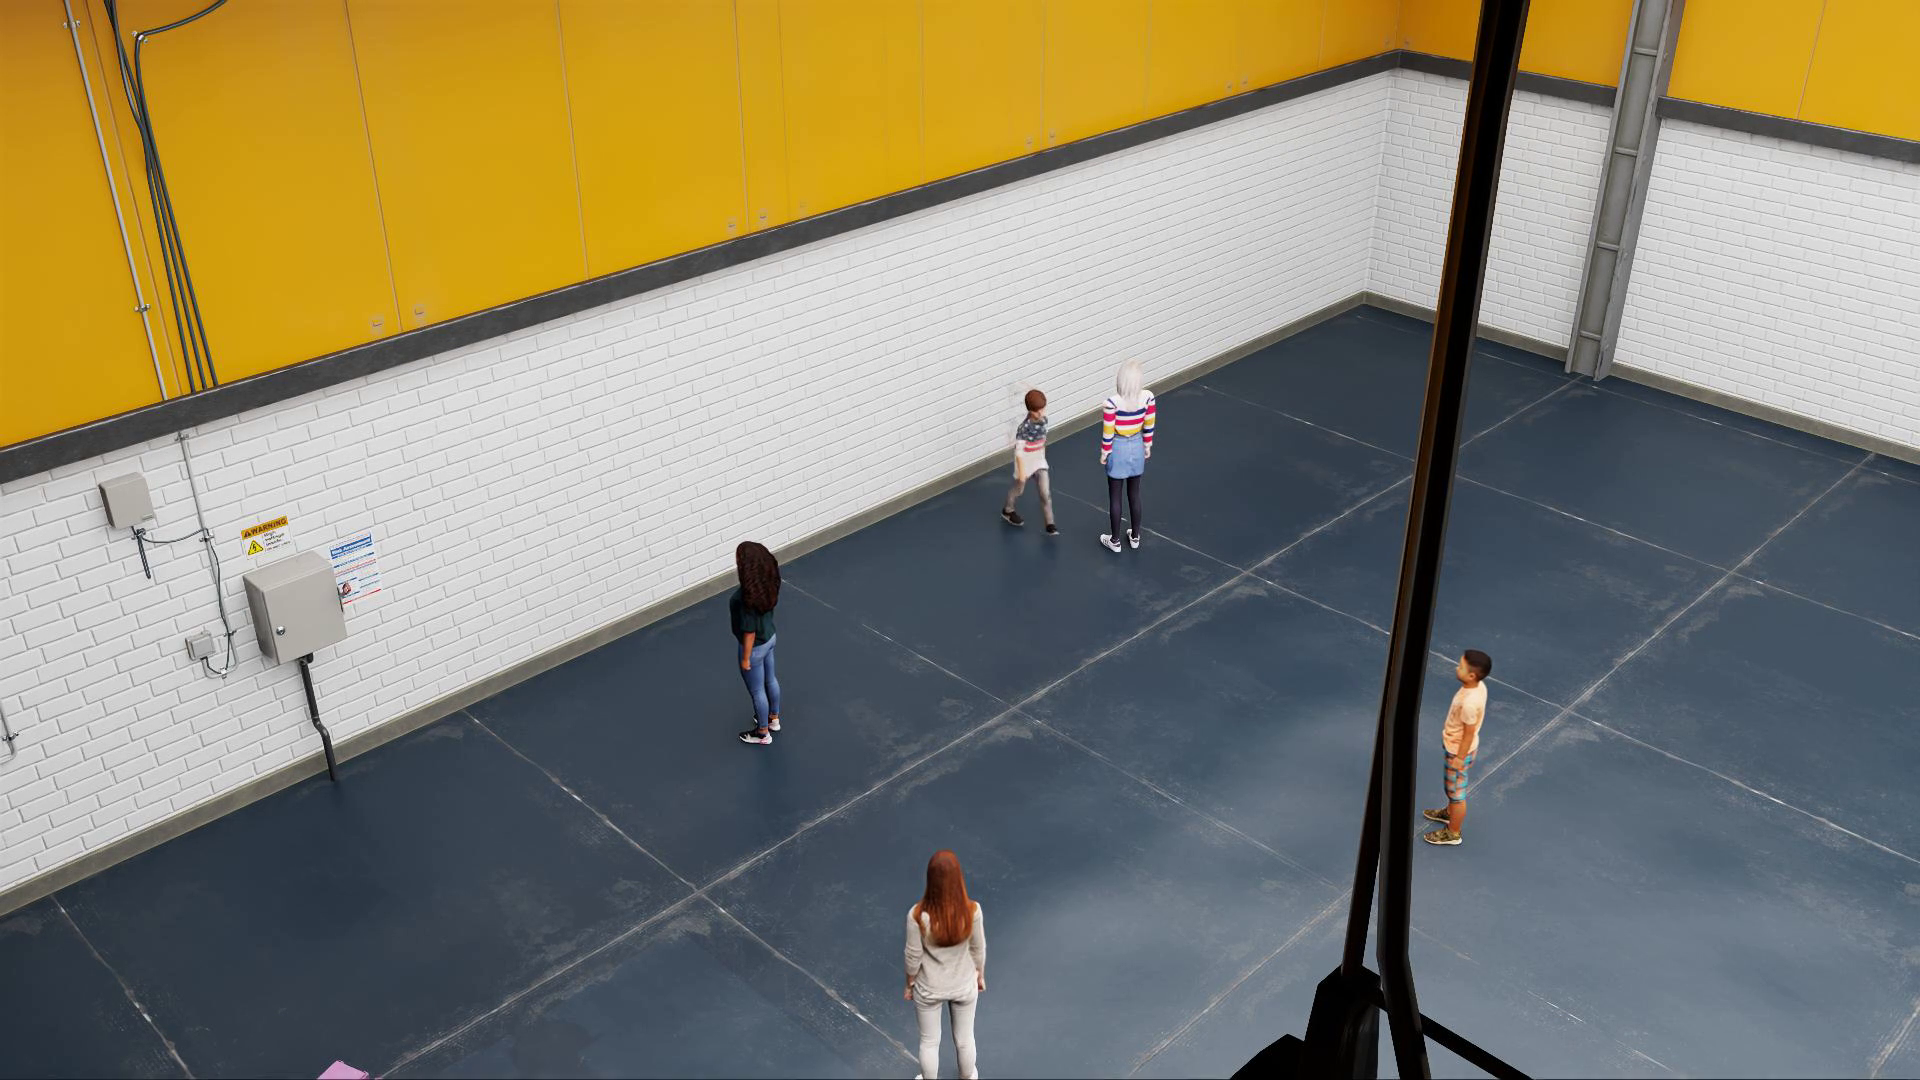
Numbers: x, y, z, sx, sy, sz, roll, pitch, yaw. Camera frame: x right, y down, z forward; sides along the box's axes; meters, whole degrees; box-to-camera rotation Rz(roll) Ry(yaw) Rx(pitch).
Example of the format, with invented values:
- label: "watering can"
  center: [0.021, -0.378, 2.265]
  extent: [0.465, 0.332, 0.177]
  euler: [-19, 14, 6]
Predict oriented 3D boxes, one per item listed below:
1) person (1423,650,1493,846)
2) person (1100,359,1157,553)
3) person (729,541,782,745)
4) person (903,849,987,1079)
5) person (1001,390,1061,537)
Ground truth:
- label: "person"
  center: [3.332, 1.359, 11.035]
  extent: [0.617, 1.461, 0.603]
  euler: [8, 30, 15]
- label: "person"
  center: [1.453, -0.749, 14.536]
  extent: [0.722, 1.809, 0.678]
  euler: [-10, 30, -18]
- label: "person"
  center: [-1.467, 0.734, 12.017]
  extent: [0.721, 1.616, 0.696]
  euler: [10, 30, 18]
- label: "person"
  center: [-0.077, 2.374, 8.911]
  extent: [0.697, 1.713, 0.728]
  euler: [-4, 29, -8]
- label: "person"
  center: [0.589, -0.729, 14.921]
  extent: [0.624, 1.405, 0.978]
  euler: [-23, 36, -36]
